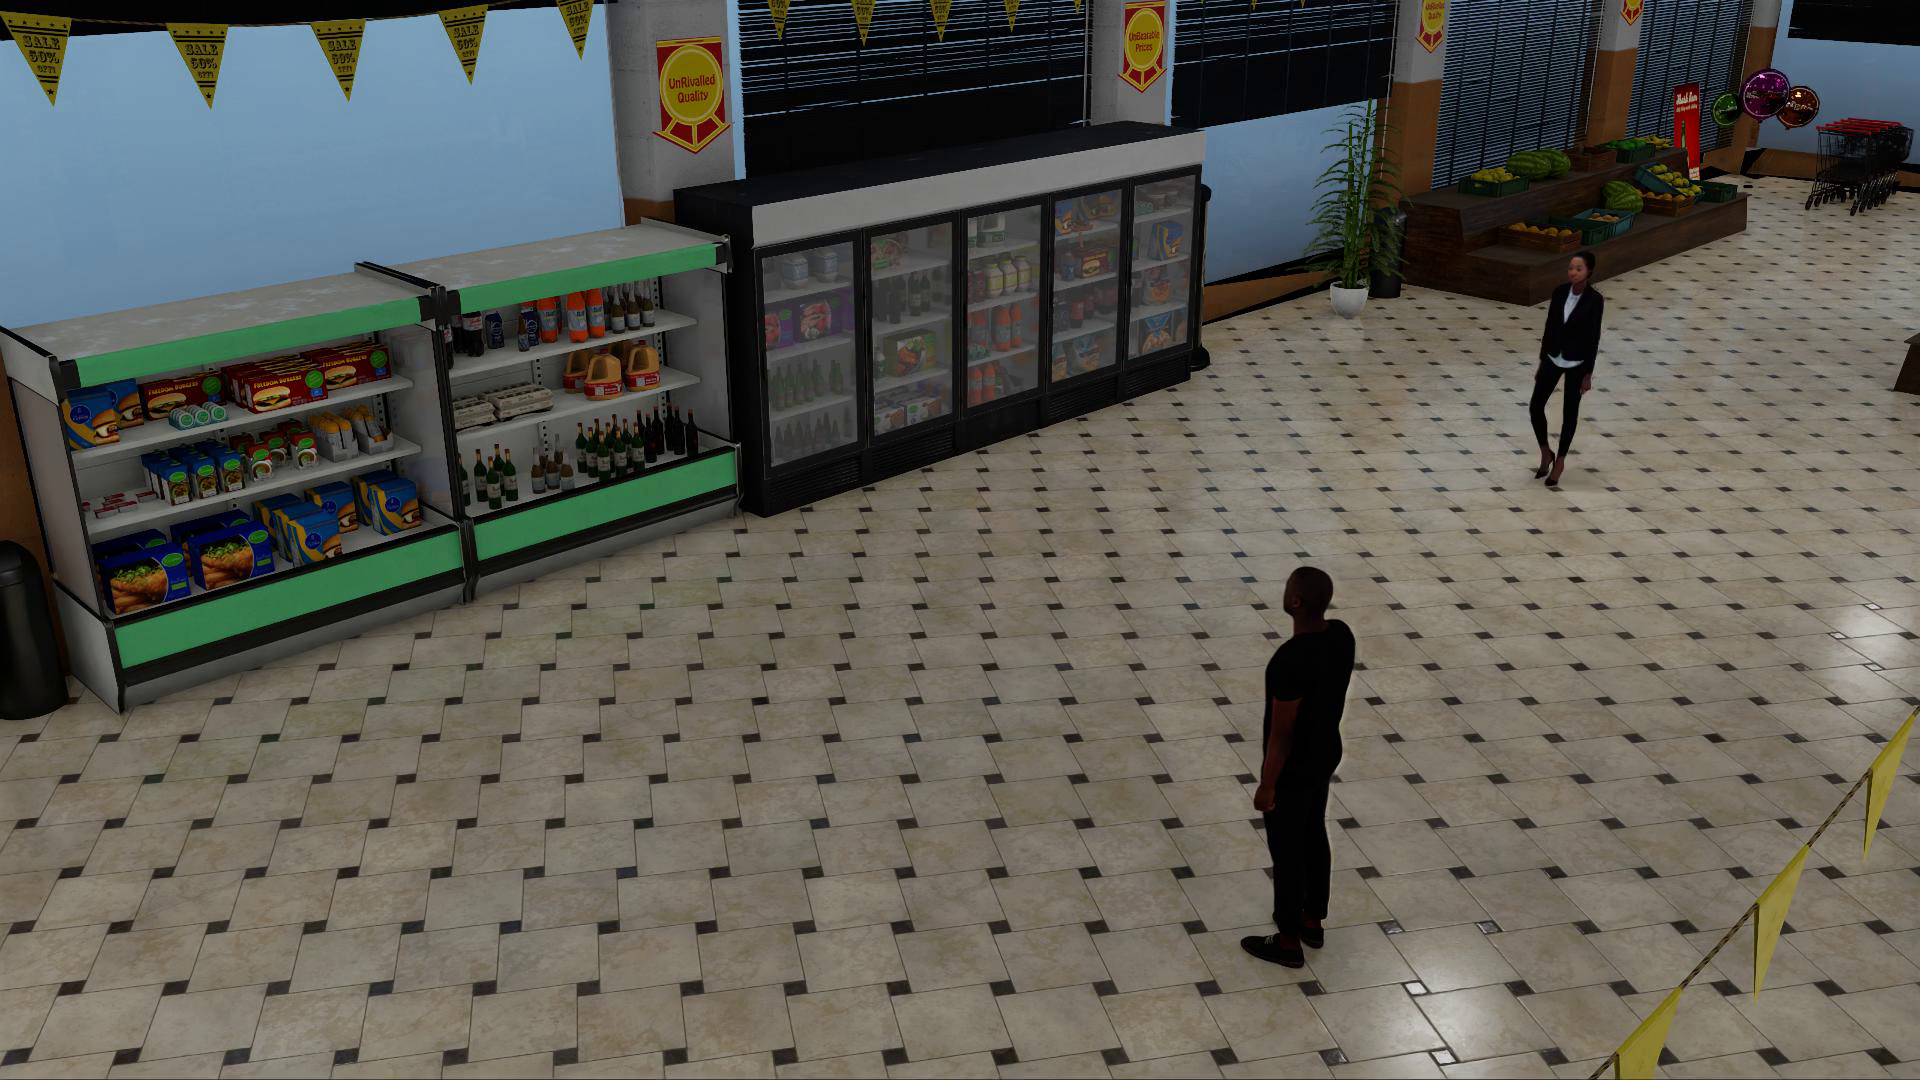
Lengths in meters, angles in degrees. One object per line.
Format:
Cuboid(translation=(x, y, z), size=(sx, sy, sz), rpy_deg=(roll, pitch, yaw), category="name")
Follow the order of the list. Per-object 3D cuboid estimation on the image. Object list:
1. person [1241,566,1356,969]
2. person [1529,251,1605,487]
Cuboid(translation=(1.441, 0.962, 7.040), size=(0.725, 1.819, 0.474), rpy_deg=(19, 29, 39), category="person")
Cuboid(translation=(4.654, -1.300, 12.657), size=(0.571, 1.828, 0.615), rpy_deg=(-20, 29, -40), category="person")
